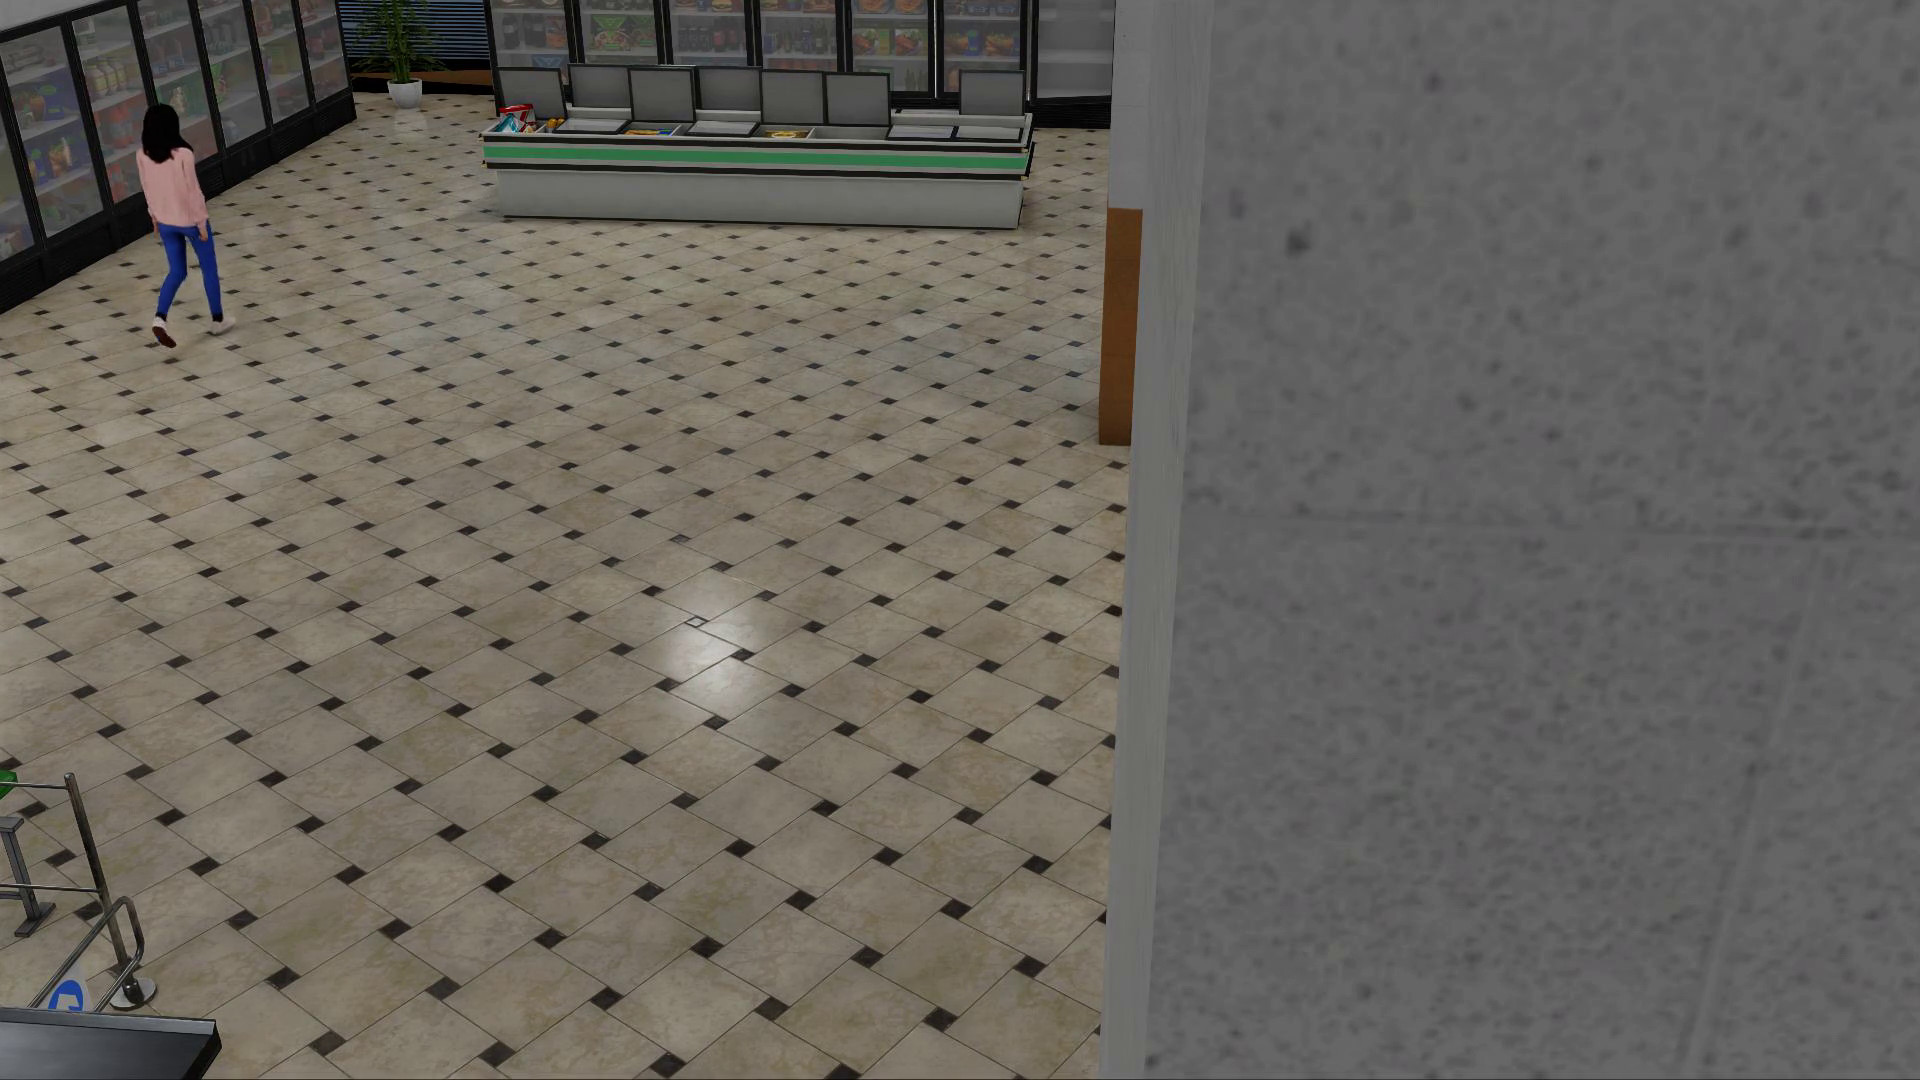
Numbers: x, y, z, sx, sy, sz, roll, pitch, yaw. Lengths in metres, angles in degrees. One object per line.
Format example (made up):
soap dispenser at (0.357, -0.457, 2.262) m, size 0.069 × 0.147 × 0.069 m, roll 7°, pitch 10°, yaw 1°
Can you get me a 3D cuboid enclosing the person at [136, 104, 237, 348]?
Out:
person at (-5.696, -2.247, 12.060) m, size 1.028 × 1.746 × 0.783 m, roll 5°, pitch 27°, yaw 10°
